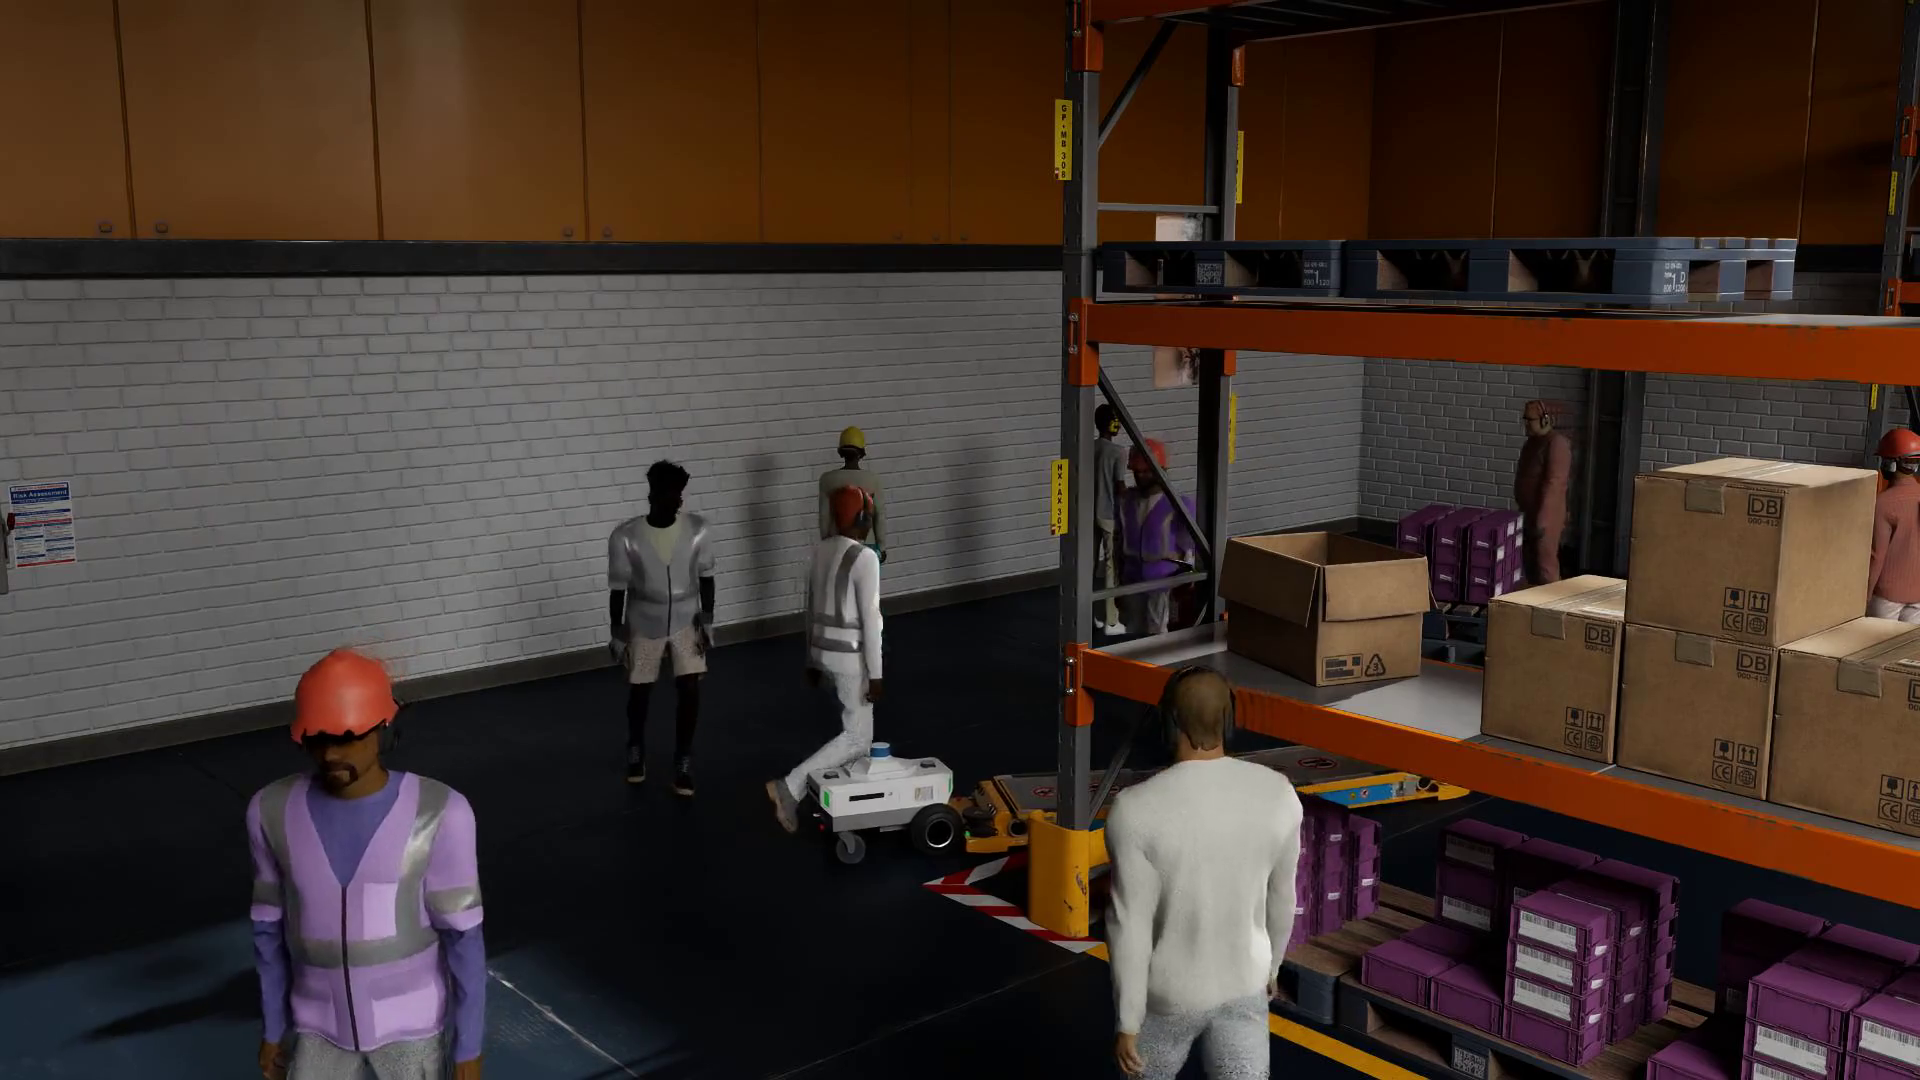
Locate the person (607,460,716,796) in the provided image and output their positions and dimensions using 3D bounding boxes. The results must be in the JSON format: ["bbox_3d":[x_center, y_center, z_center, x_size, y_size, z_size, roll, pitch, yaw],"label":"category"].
[{"bbox_3d":[-1.671,0.494,9.402,0.618,1.895,0.872,-4,10,-21],"label":"person"}]

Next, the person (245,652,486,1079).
[{"bbox_3d":[-1.569,1.301,4.311,0.640,2.020,0.788,0,10,-2],"label":"person"}]

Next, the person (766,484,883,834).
[{"bbox_3d":[-0.670,0.647,8.635,0.735,1.849,0.639,-6,12,-33],"label":"person"}]

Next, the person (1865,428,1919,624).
[{"bbox_3d":[5.689,0.315,10.170,0.621,1.992,0.397,-4,11,-23],"label":"person"}]

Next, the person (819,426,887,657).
[{"bbox_3d":[-0.799,0.028,12.507,0.530,1.772,0.302,2,10,14],"label":"person"}]

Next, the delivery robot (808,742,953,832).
[{"bbox_3d":[-0.409,1.276,8.481,0.707,0.478,0.477,-4,10,-20],"label":"delivery robot"}]

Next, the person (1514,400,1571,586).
[{"bbox_3d":[4.628,-0.201,13.508,0.654,1.878,0.668,-1,10,-3],"label":"person"}]

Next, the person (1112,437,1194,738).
[{"bbox_3d":[1.284,0.266,10.719,0.560,1.917,0.776,6,12,33],"label":"person"}]

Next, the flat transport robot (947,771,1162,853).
[{"bbox_3d":[0.677,1.411,8.791,1.431,0.197,0.652,-2,10,-10],"label":"flat transport robot"}]

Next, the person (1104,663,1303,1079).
[{"bbox_3d":[0.696,1.284,4.840,0.655,1.884,1.036,-4,10,-20],"label":"person"}]

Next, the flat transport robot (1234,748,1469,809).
[{"bbox_3d":[2.058,1.327,9.286,1.431,0.197,0.652,-4,10,-22],"label":"flat transport robot"}]

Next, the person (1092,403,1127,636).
[{"bbox_3d":[1.156,-0.170,13.375,0.331,1.872,0.513,-9,13,-43],"label":"person"}]
